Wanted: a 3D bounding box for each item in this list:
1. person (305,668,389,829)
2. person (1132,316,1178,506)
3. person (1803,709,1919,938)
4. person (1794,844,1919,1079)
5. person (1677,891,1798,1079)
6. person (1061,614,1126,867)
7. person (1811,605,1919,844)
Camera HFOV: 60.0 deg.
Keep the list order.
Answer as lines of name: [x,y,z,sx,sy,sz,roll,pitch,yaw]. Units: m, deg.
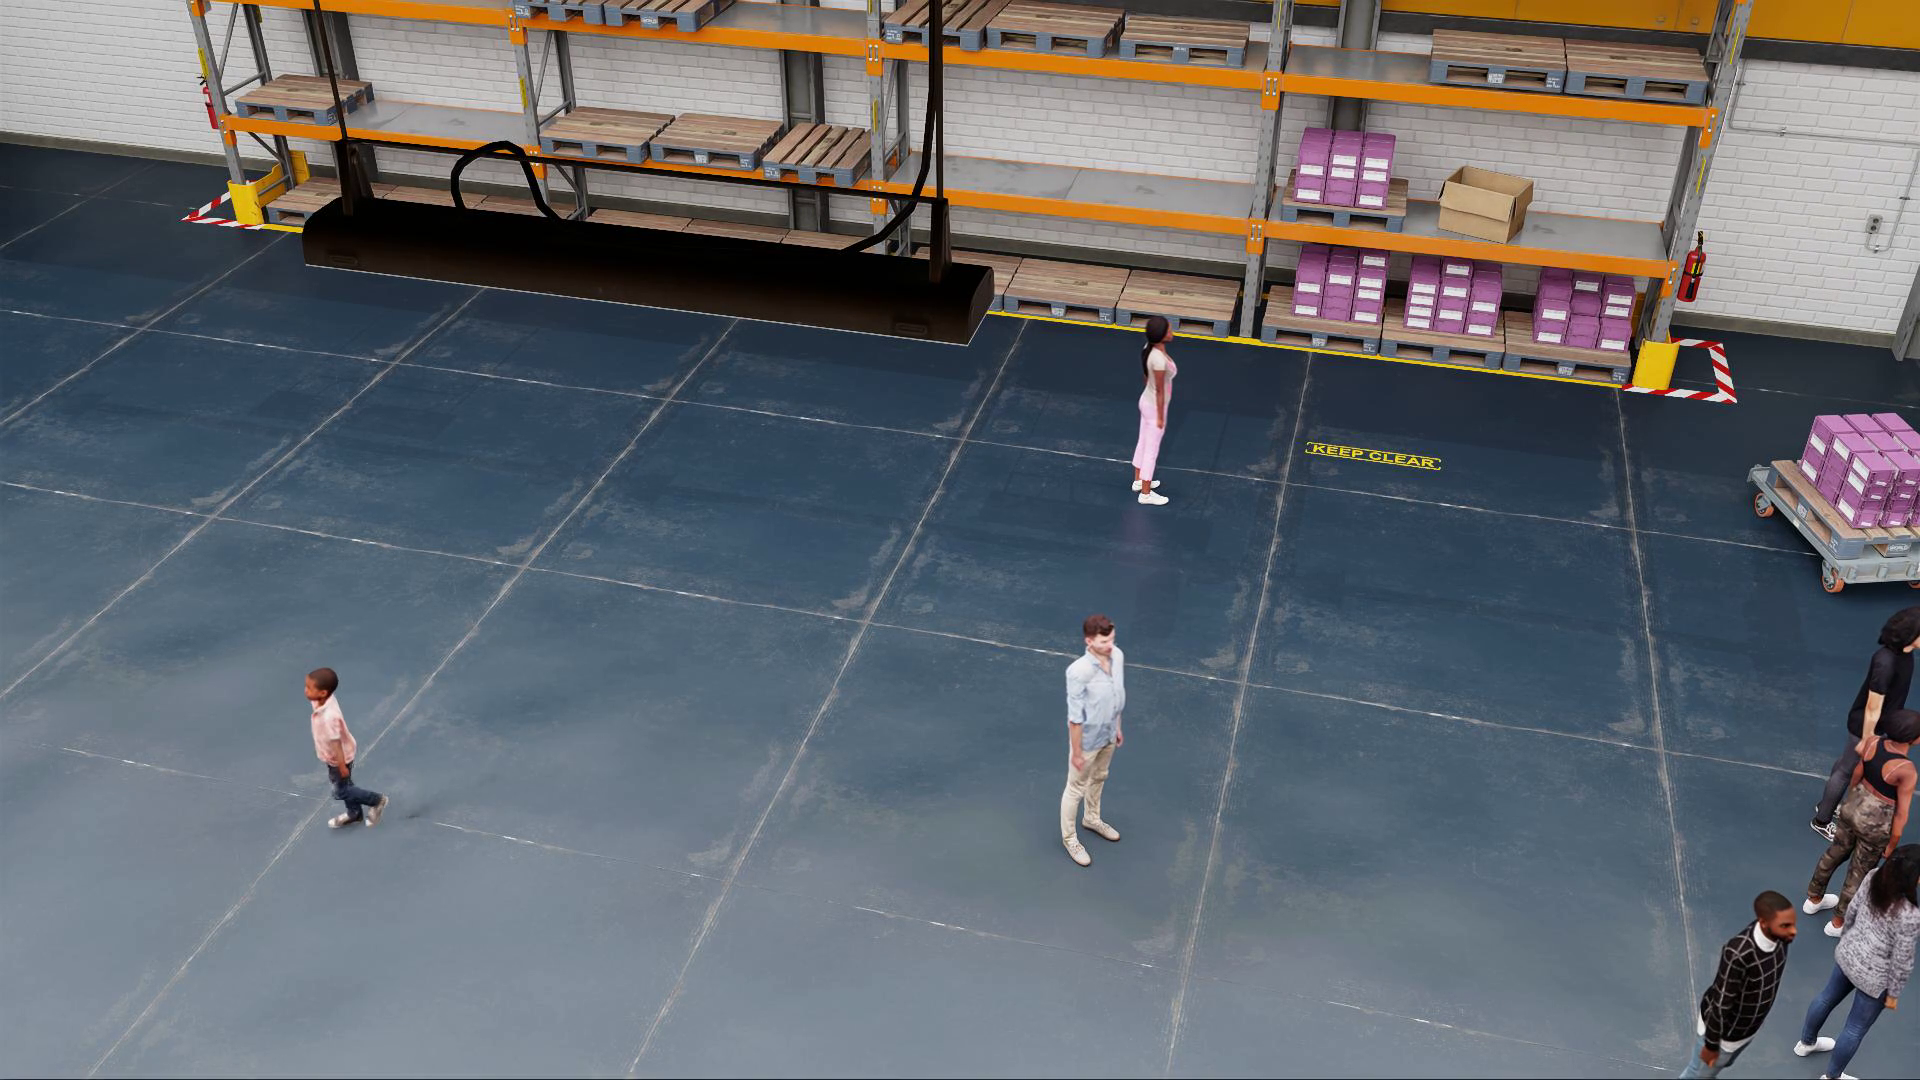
person: [-4.048,1.384,10.984,0.747,1.300,0.684,-16,37,-23]
person: [1.676,-1.139,14.382,0.628,1.740,0.639,-4,34,-6]
person: [5.537,1.704,10.142,0.668,1.700,0.663,-8,34,-11]
person: [5.006,2.330,9.171,0.656,1.732,0.687,-4,34,-7]
person: [4.066,2.524,8.800,0.746,1.820,0.777,-22,39,-29]
person: [0.856,1.241,10.705,0.728,1.847,0.730,28,43,36]
person: [5.935,1.162,10.839,0.663,1.831,0.706,23,40,31]
